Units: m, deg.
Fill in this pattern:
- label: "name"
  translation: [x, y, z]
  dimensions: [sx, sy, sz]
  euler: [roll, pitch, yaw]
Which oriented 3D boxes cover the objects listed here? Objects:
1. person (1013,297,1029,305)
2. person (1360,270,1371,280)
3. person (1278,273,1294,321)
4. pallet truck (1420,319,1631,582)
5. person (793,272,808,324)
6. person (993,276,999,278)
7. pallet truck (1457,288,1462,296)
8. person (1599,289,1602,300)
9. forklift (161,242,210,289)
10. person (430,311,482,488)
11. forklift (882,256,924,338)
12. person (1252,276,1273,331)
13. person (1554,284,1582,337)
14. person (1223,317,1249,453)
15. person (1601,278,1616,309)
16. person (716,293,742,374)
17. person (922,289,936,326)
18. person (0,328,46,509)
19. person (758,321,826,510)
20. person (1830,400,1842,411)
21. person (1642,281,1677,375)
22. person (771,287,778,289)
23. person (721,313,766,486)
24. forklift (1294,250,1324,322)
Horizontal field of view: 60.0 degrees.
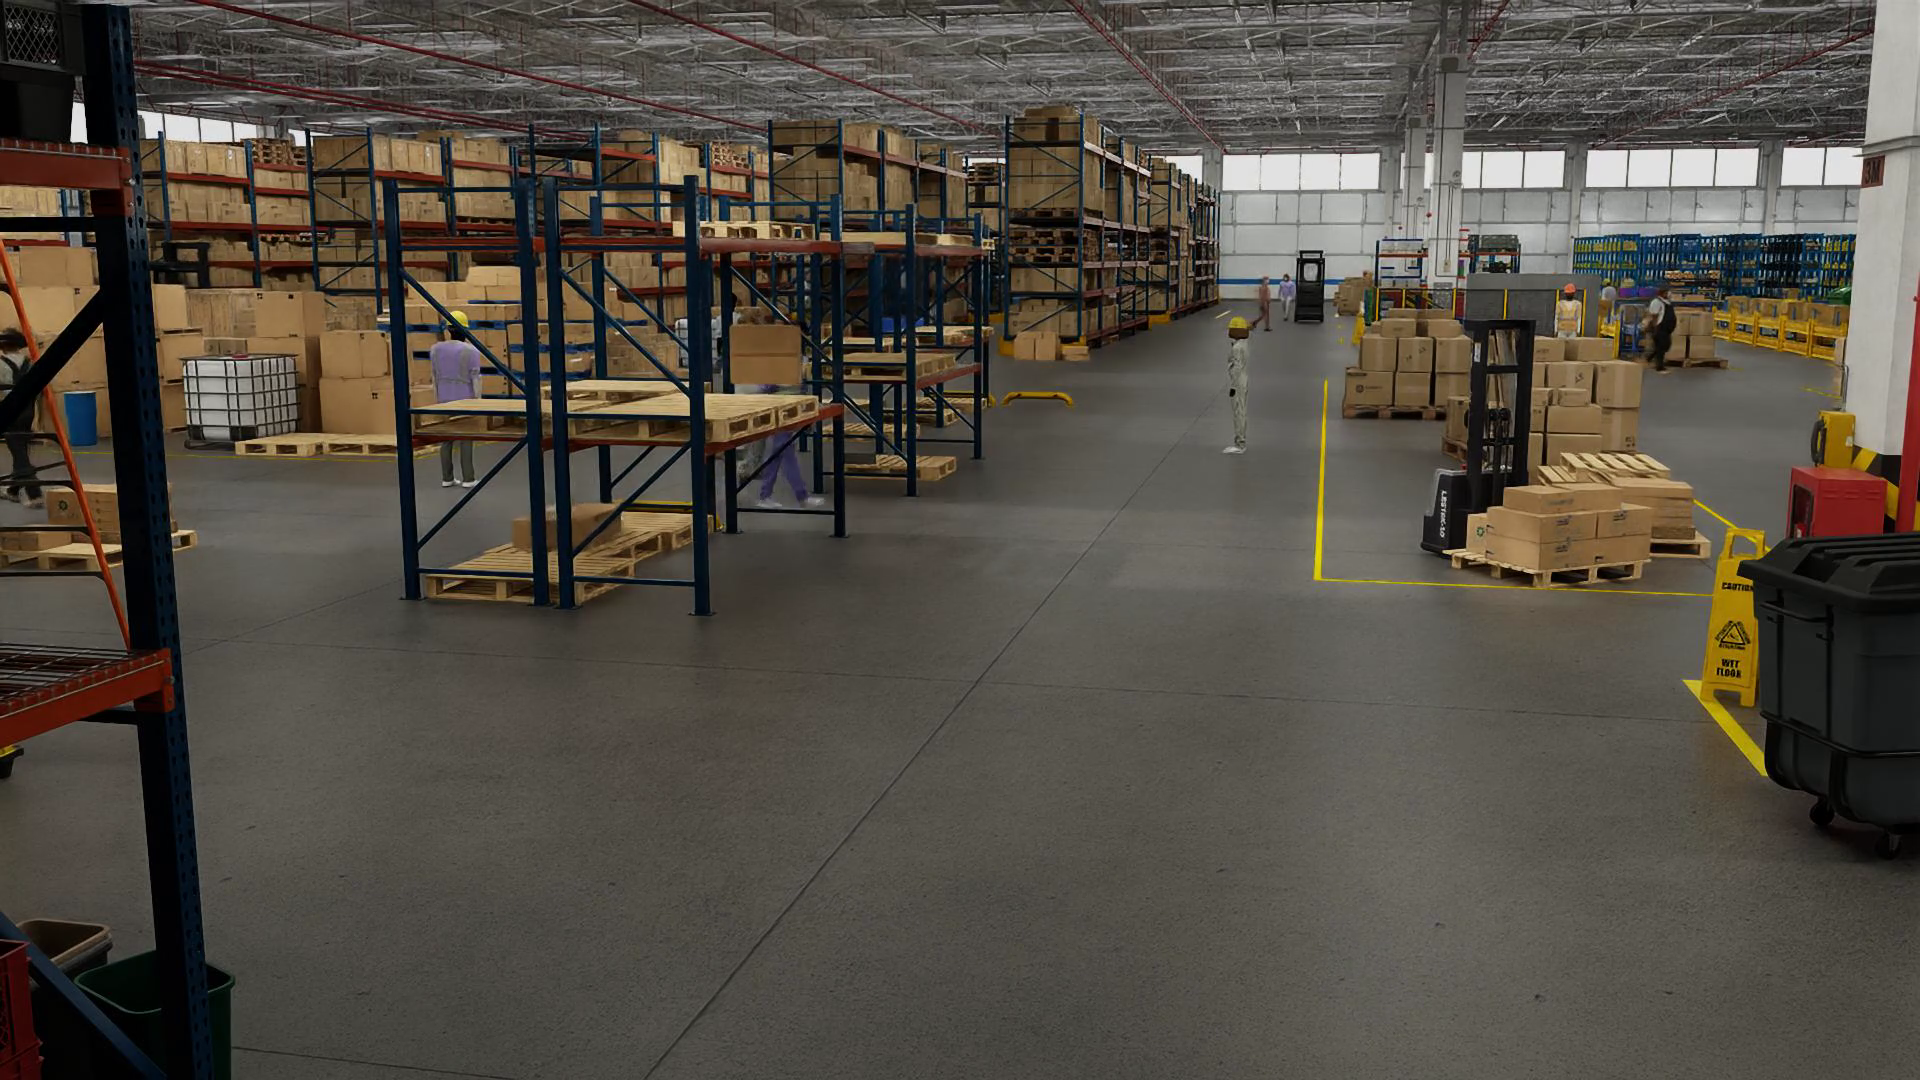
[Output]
- label: "person"
  translation: [1.853, -6.795, 50.086]
  dimensions: [0.528, 1.651, 0.909]
  euler: [2, 10, 14]
- label: "person"
  translation: [18.986, -11.663, 77.966]
  dimensions: [0.632, 1.967, 0.503]
  euler: [-6, 11, -32]
- label: "person"
  translation: [13.168, -9.793, 67.089]
  dimensions: [0.636, 1.917, 0.826]
  euler: [5, 11, 26]
- label: "pallet truck"
  translation: [4.543, -0.757, 13.299]
  dimensions: [0.823, 1.965, 1.885]
  euler: [-4, 10, -22]
- label: "person"
  translation: [-5.928, -8.932, 61.656]
  dimensions: [0.494, 2.012, 0.647]
  euler: [6, 11, 32]
- label: "person"
  translation: [2.001, -14.281, 93.987]
  dimensions: [0.597, 1.802, 0.567]
  euler: [-4, 10, -23]
- label: "pallet truck"
  translation: [20.506, -9.785, 68.819]
  dimensions: [0.653, 1.274, 1.630]
  euler: [2, 10, 12]
- label: "person"
  translation: [23.370, -8.705, 61.318]
  dimensions: [0.532, 1.671, 0.657]
  euler: [-2, 10, -13]
- label: "forklift"
  translation: [-16.060, -4.813, 34.710]
  dimensions: [1.129, 2.768, 1.873]
  euler: [2, 10, 13]
- label: "person"
  translation: [-5.446, -1.520, 18.071]
  dimensions: [0.581, 1.919, 0.405]
  euler: [2, 10, 11]
- label: "forklift"
  translation: [-1.352, -5.707, 40.001]
  dimensions: [1.129, 2.768, 1.873]
  euler: [2, 10, 12]
- label: "person"
  translation: [10.479, -8.158, 57.451]
  dimensions: [0.687, 1.882, 0.654]
  euler: [4, 10, 24]
- label: "person"
  translation: [13.154, -4.560, 35.998]
  dimensions: [0.553, 1.935, 0.362]
  euler: [3, 10, 16]
- label: "person"
  translation: [3.537, -1.981, 21.301]
  dimensions: [0.297, 1.744, 0.487]
  euler: [3, 10, 18]
- label: "person"
  translation: [22.058, -8.000, 56.707]
  dimensions: [0.588, 1.823, 0.403]
  euler: [-5, 11, -26]
- label: "person"
  translation: [-3.633, -2.975, 26.587]
  dimensions: [0.621, 1.953, 0.394]
  euler: [-9, 13, -44]
- label: "person"
  translation: [-0.744, -4.727, 37.357]
  dimensions: [0.949, 1.811, 0.544]
  euler: [-1, 10, -3]
- label: "person"
  translation: [-9.449, -1.214, 16.620]
  dimensions: [0.959, 1.801, 0.536]
  euler: [6, 11, 32]
- label: "person"
  translation: [-1.643, -1.221, 16.431]
  dimensions: [0.956, 1.864, 0.640]
  euler: [5, 11, 27]
- label: "person"
  translation: [14.618, -2.951, 26.827]
  dimensions: [0.960, 1.831, 0.536]
  euler: [-3, 10, -16]
- label: "person"
  translation: [15.015, -4.551, 35.635]
  dimensions: [0.636, 2.000, 0.689]
  euler: [9, 13, 42]
- label: "person"
  translation: [-7.664, -9.853, 68.261]
  dimensions: [0.515, 1.631, 0.486]
  euler: [2, 10, 11]
- label: "person"
  translation: [-2.314, -1.558, 18.416]
  dimensions: [0.638, 1.892, 1.018]
  euler: [-1, 10, -9]
- label: "forklift"
  translation: [13.778, -10.002, 65.433]
  dimensions: [1.129, 2.768, 1.873]
  euler: [2, 10, 12]
